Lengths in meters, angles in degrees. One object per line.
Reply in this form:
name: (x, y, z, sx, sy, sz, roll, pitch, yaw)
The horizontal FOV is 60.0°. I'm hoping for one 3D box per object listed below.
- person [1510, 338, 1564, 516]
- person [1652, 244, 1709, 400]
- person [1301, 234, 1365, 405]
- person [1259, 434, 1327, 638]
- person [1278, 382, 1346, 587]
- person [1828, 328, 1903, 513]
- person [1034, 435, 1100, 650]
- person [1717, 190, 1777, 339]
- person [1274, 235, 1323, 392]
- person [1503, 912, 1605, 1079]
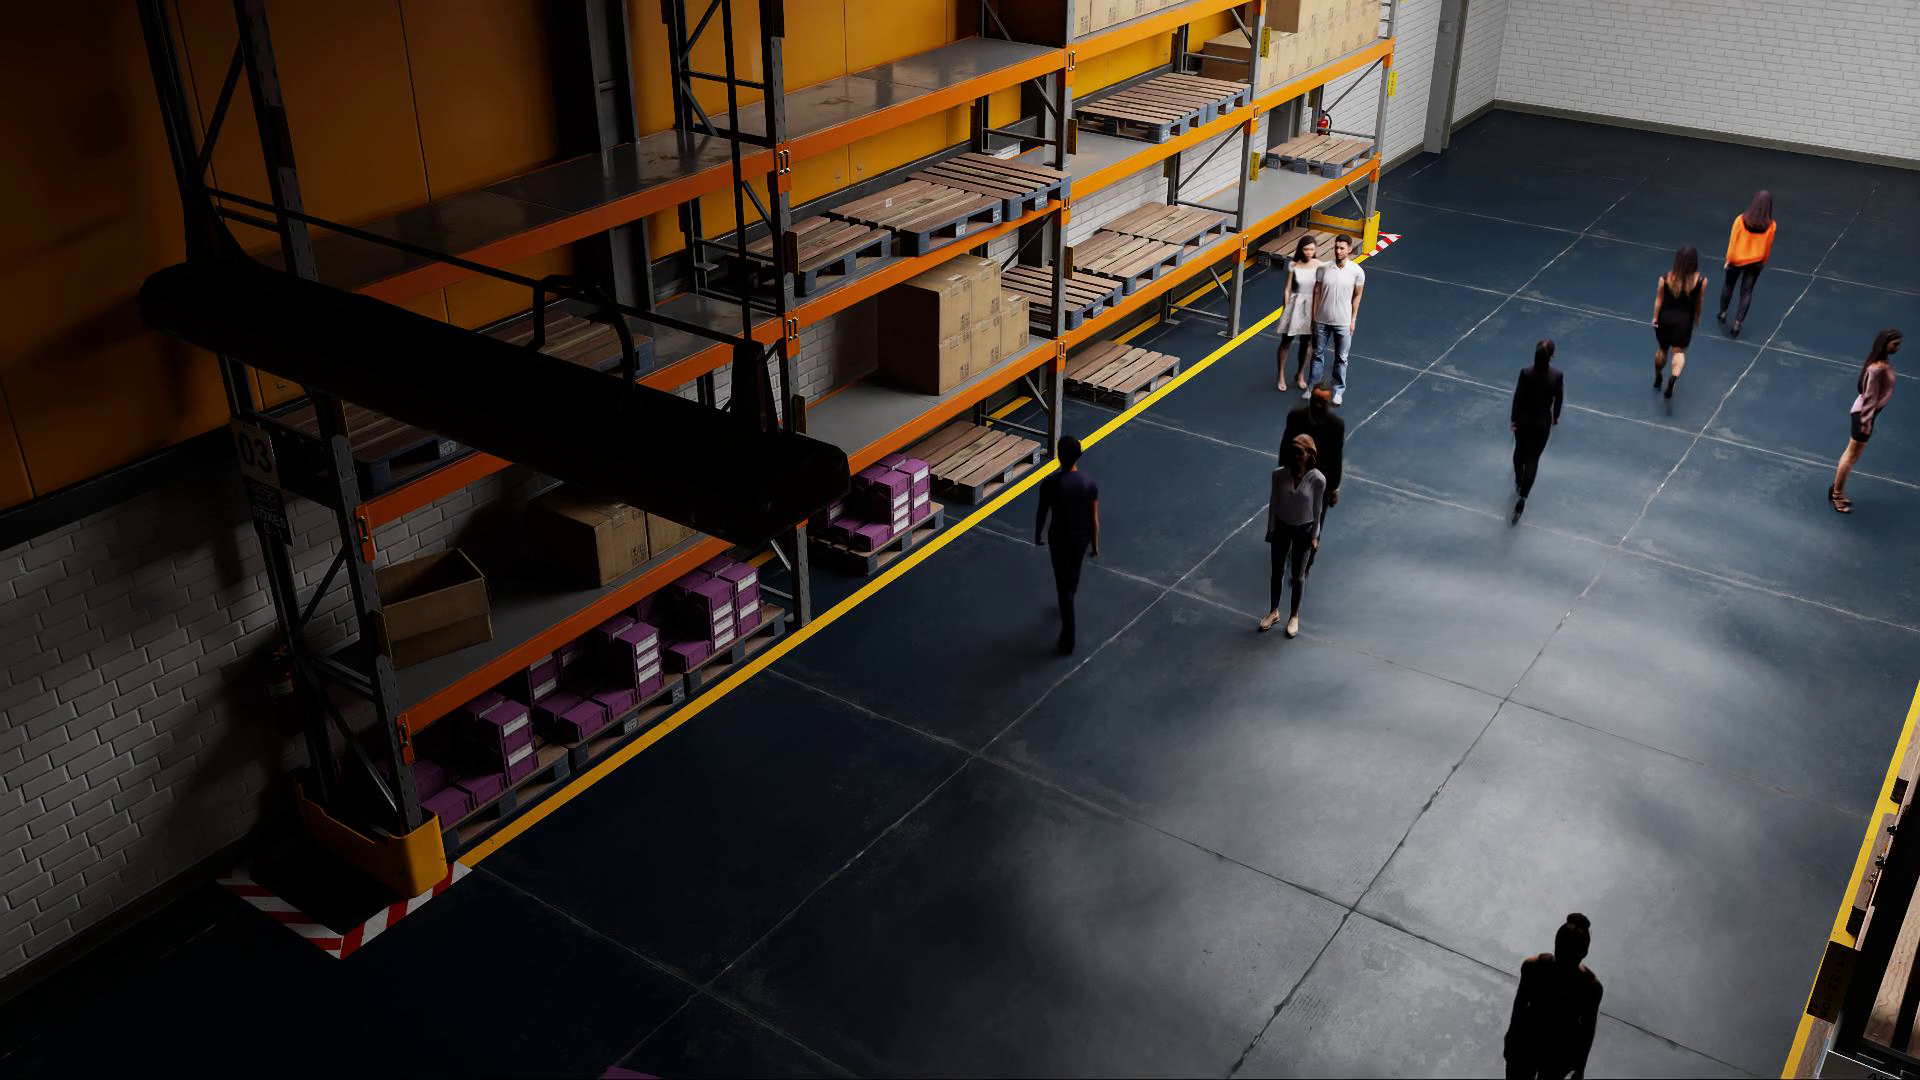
person: (5.361, -1.030, 15.538, 0.741, 1.672, 1.111, 11, 31, 19)
person: (7.684, -2.290, 17.827, 0.784, 1.692, 1.062, 11, 30, 19)
person: (4.006, -2.378, 17.808, 0.715, 1.866, 0.626, 12, 31, 21)
person: (2.728, -0.052, 13.619, 0.616, 1.795, 0.538, 13, 31, 23)
person: (3.039, -0.541, 14.410, 0.773, 1.895, 0.968, 14, 32, 25)
person: (8.462, -1.134, 15.585, 0.678, 1.811, 0.464, 17, 33, 28)
person: (0.895, 0.058, 13.469, 1.098, 1.745, 1.184, -3, 29, -6)
person: (9.213, -3.206, 19.474, 0.791, 1.724, 0.982, 9, 30, 15)
person: (3.683, -2.454, 18.049, 0.786, 1.769, 0.839, -4, 29, -7)
person: (3.148, 2.623, 8.855, 0.639, 1.659, 0.793, 14, 32, 24)
